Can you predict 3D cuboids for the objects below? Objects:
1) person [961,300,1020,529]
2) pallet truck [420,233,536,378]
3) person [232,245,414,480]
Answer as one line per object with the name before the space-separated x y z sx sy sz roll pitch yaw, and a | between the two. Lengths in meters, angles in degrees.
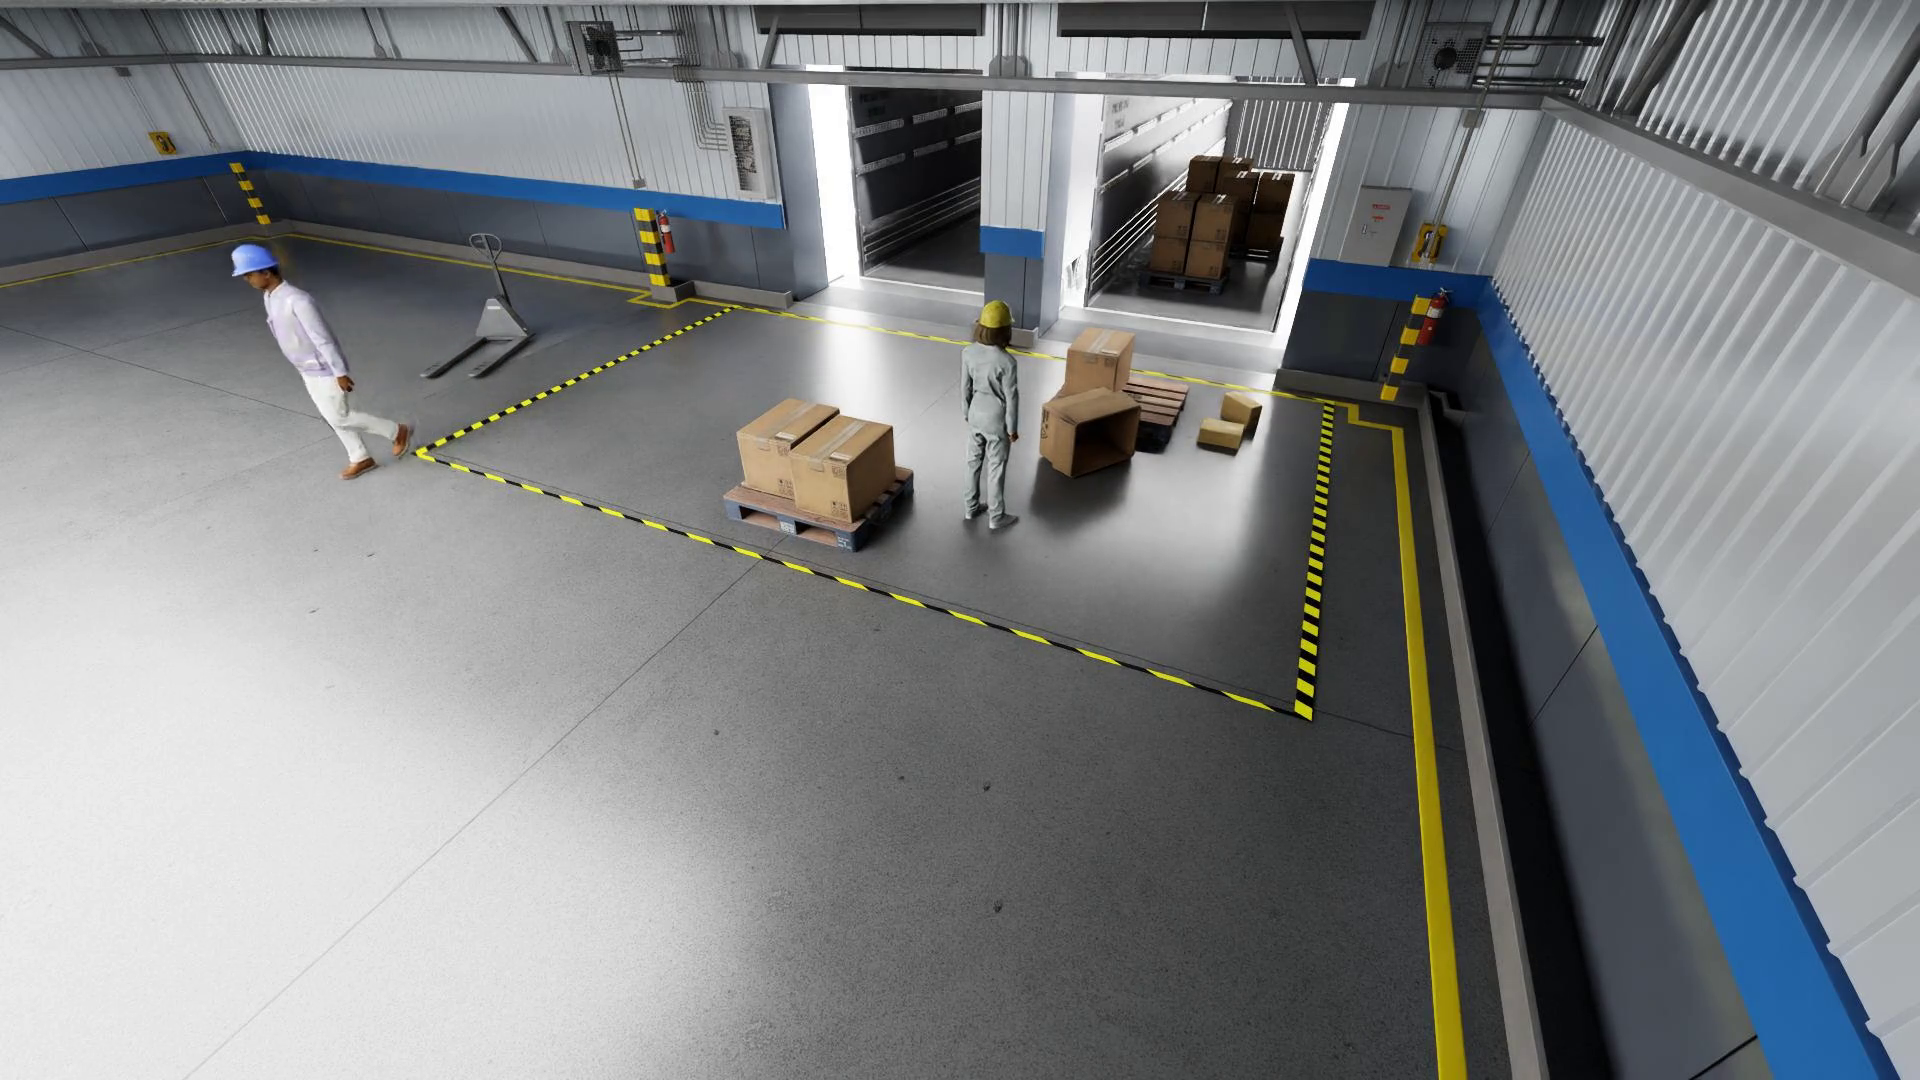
person | 0.235 -0.899 5.447 0.492 1.742 0.318 26 43 32
pallet truck | -5.664 -2.712 8.427 0.680 1.201 1.601 0 35 -1
person | -5.214 -1.440 6.047 0.619 1.923 0.651 19 40 25
